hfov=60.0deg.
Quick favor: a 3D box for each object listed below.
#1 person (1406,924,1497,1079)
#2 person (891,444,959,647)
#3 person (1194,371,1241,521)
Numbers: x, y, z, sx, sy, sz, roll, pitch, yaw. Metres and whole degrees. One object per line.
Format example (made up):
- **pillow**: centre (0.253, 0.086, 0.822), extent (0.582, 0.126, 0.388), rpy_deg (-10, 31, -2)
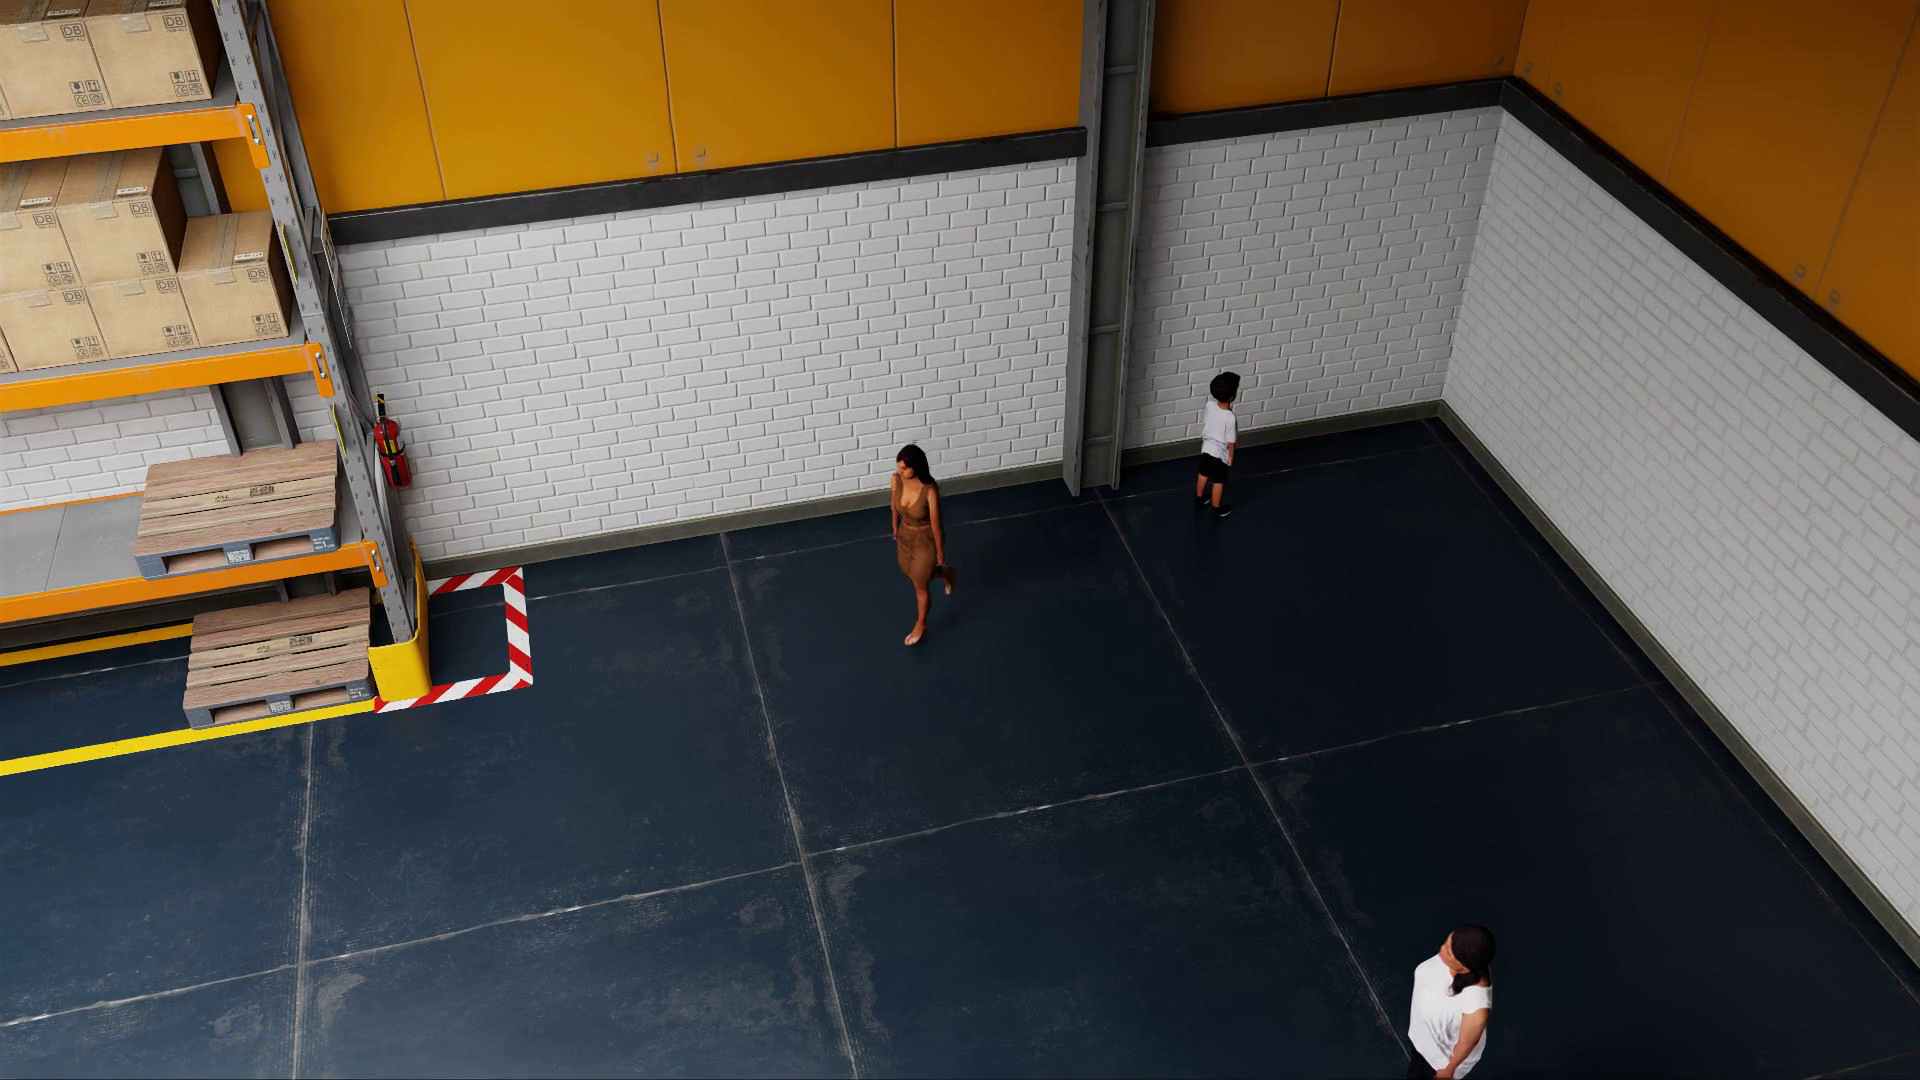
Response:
- **person**: centre (2.429, 2.494, 8.403), extent (0.722, 1.688, 0.732), rpy_deg (3, 39, 4)
- **person**: centre (-0.227, -0.018, 11.565), extent (0.898, 1.667, 0.996), rpy_deg (23, 44, 26)
- **person**: centre (1.977, -0.727, 12.782), extent (0.571, 1.255, 0.547), rpy_deg (-26, 45, -29)
